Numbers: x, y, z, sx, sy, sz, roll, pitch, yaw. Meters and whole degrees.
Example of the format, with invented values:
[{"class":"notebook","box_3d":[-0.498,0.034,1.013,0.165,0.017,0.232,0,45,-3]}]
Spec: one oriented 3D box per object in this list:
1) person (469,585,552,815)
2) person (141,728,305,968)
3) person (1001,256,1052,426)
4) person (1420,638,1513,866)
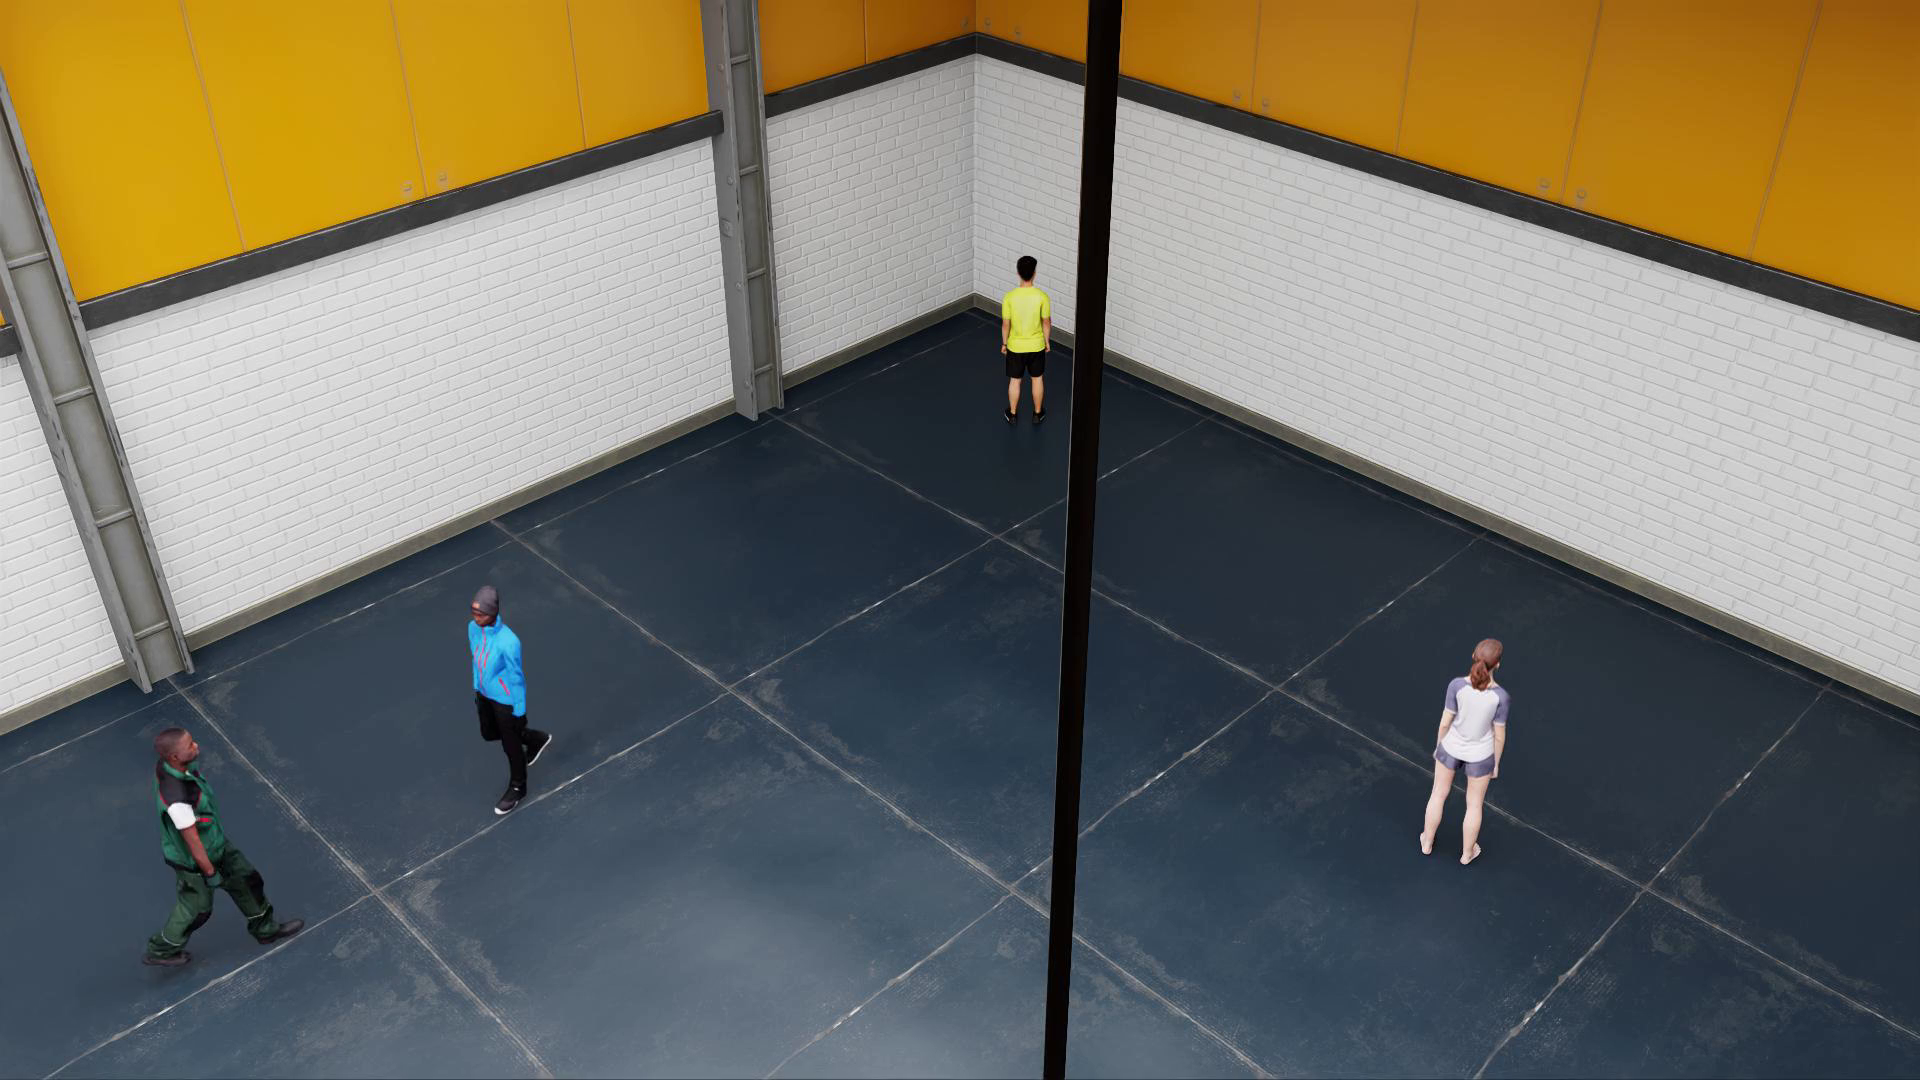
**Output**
[{"class":"person","box_3d":[-3.082,1.026,11.402,0.715,1.784,0.915,21,39,29]},{"class":"person","box_3d":[-4.688,1.915,10.047,1.292,1.804,1.033,-14,36,-21]},{"class":"person","box_3d":[0.635,-1.894,15.867,0.694,1.706,0.750,1,34,1]},{"class":"person","box_3d":[3.314,1.379,10.888,0.653,1.766,0.649,15,36,21]}]
